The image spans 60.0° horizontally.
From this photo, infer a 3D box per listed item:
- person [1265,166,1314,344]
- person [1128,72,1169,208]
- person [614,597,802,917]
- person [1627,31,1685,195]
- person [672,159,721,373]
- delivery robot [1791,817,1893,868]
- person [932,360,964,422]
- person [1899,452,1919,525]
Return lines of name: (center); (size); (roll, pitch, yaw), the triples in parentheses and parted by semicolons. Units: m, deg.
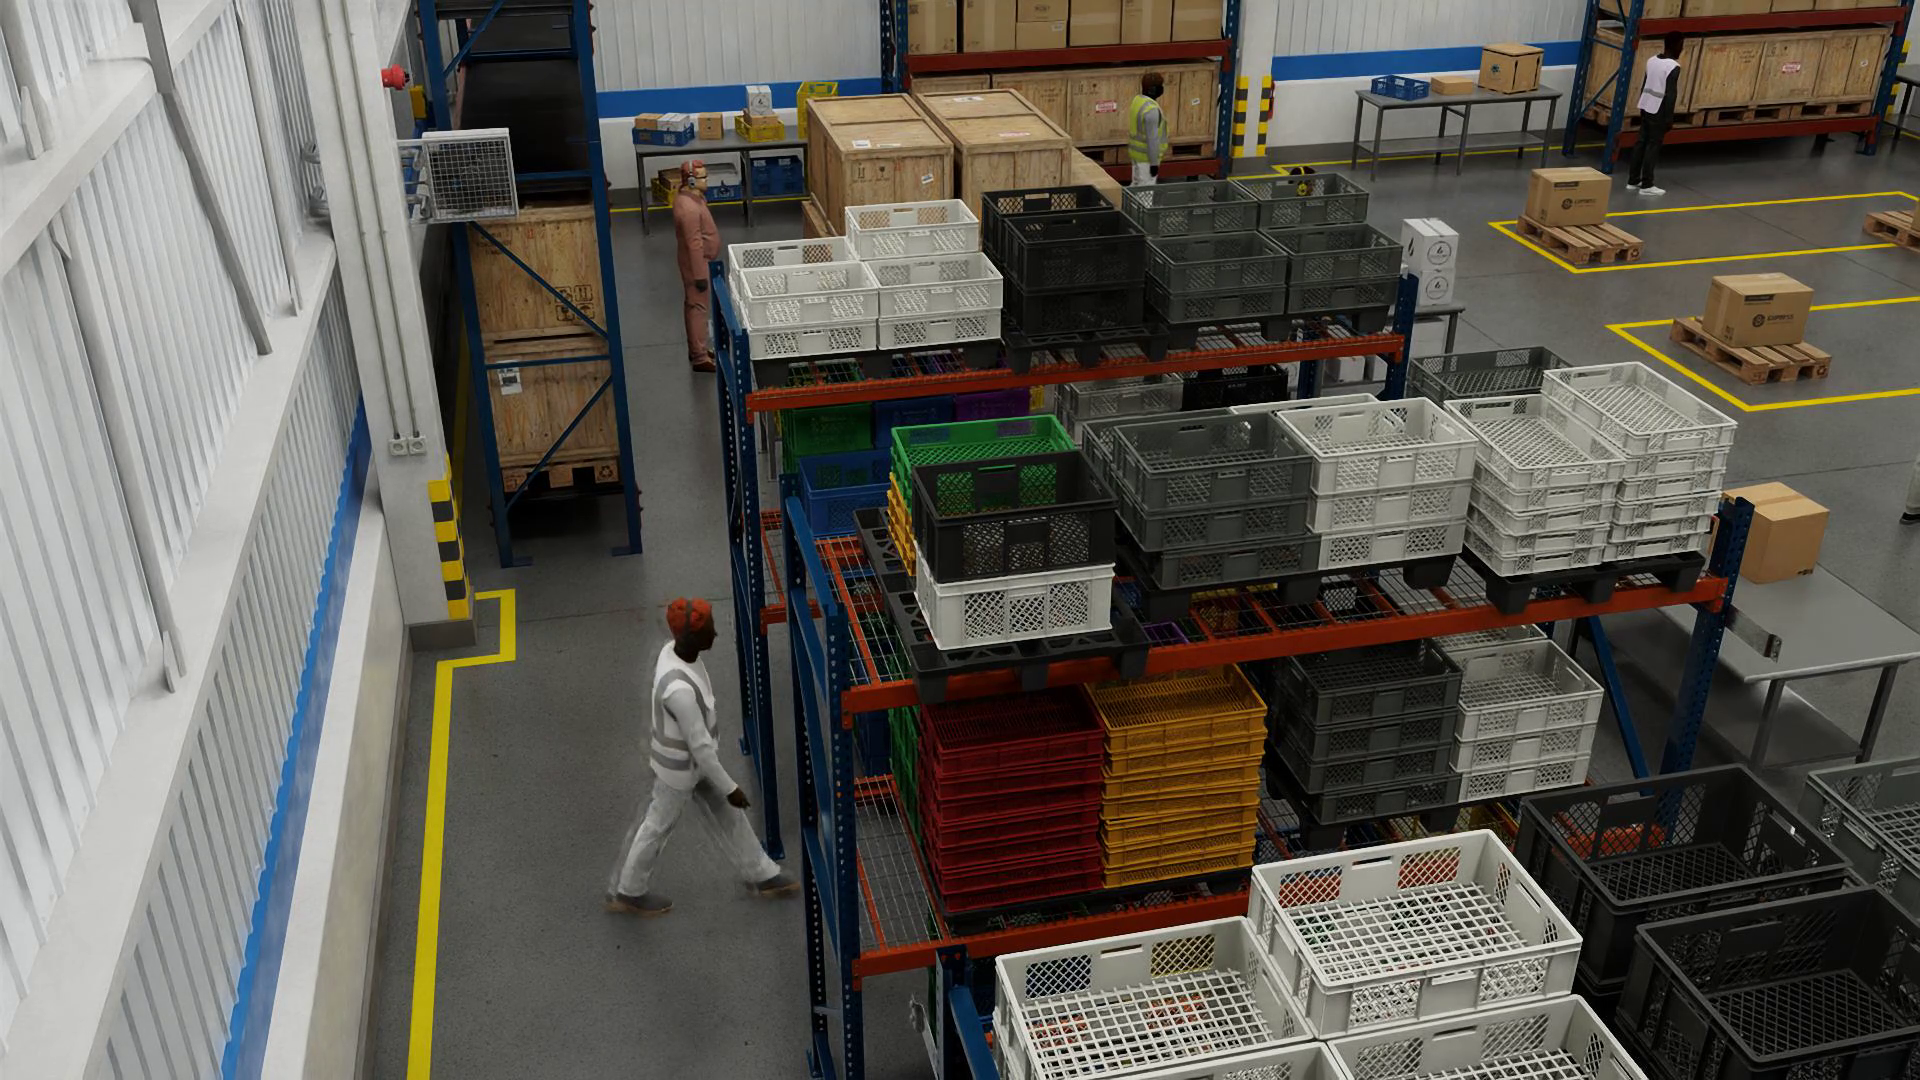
person: (2.968, -2.427, 14.918); (0.334, 1.873, 0.521); (-5, 28, -10)
person: (2.071, -4.230, 18.370); (0.430, 1.845, 0.622); (-5, 28, -10)
person: (-1.322, 1.105, 8.276); (1.030, 1.827, 0.579); (-1, 28, -2)
person: (8.380, -5.146, 20.032); (0.398, 1.915, 0.588); (-5, 28, -10)
person: (-2.343, -2.473, 14.966); (0.401, 1.910, 0.640); (-5, 28, -10)
delivery robot: (4.523, 1.697, 8.398); (0.477, 0.478, 0.707); (-6, 28, -12)
person: (-0.076, -0.254, 10.728); (0.377, 1.936, 0.628); (-5, 28, -10)
person: (7.250, -0.890, 12.049); (0.404, 1.827, 0.589); (-5, 28, -10)
